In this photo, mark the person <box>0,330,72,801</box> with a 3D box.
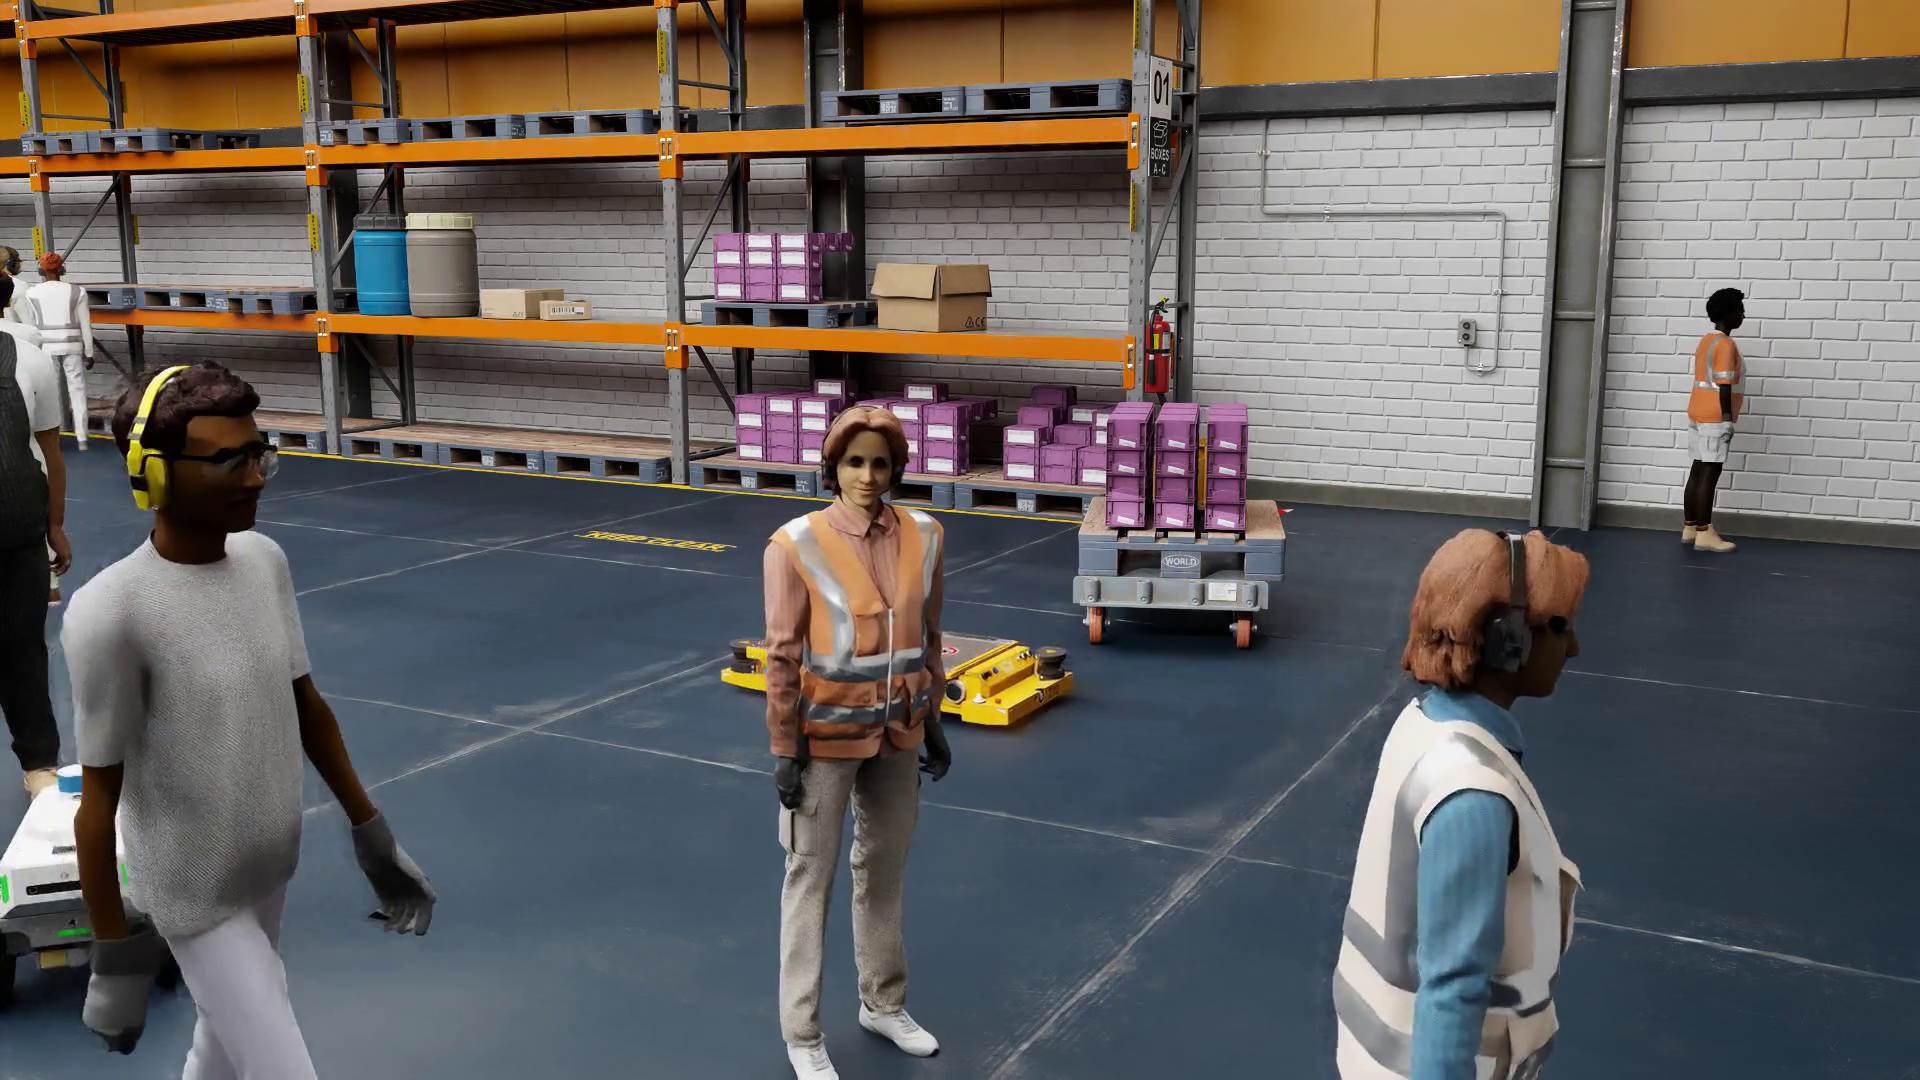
[{"bbox_3d":[-3.451,-0.036,5.770,0.689,2.000,0.537,-7,13,-35],"label":"person"}]

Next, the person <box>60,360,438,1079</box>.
[{"bbox_3d":[-1.199,0.606,2.843,0.848,1.830,0.519,1,10,7],"label":"person"}]

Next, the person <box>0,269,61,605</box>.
[{"bbox_3d":[-5.144,-0.535,8.962,0.325,1.875,0.518,3,11,17],"label":"person"}]

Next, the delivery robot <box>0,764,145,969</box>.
[{"bbox_3d":[-2.437,0.868,4.634,0.477,0.478,0.707,-4,11,-20],"label":"delivery robot"}]

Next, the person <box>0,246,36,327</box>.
[{"bbox_3d":[-8.953,-1.797,15.706,0.635,1.937,0.353,3,11,18],"label":"person"}]

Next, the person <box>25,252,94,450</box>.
[{"bbox_3d":[-8.523,-1.773,15.744,0.582,1.878,0.343,-5,11,-26],"label":"person"}]

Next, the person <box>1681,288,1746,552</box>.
[{"bbox_3d":[4.900,-0.780,10.787,0.321,1.697,0.529,2,10,9],"label":"person"}]

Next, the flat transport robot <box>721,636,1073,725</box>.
[{"bbox_3d":[-0.284,0.558,7.368,1.431,0.197,0.652,5,12,27],"label":"flat transport robot"}]

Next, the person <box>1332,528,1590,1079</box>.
[{"bbox_3d":[0.813,0.788,2.380,0.659,1.615,0.545,2,10,9],"label":"person"}]

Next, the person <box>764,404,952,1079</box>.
[{"bbox_3d":[-0.241,0.489,4.001,0.514,1.636,0.315,-8,13,-38],"label":"person"}]
